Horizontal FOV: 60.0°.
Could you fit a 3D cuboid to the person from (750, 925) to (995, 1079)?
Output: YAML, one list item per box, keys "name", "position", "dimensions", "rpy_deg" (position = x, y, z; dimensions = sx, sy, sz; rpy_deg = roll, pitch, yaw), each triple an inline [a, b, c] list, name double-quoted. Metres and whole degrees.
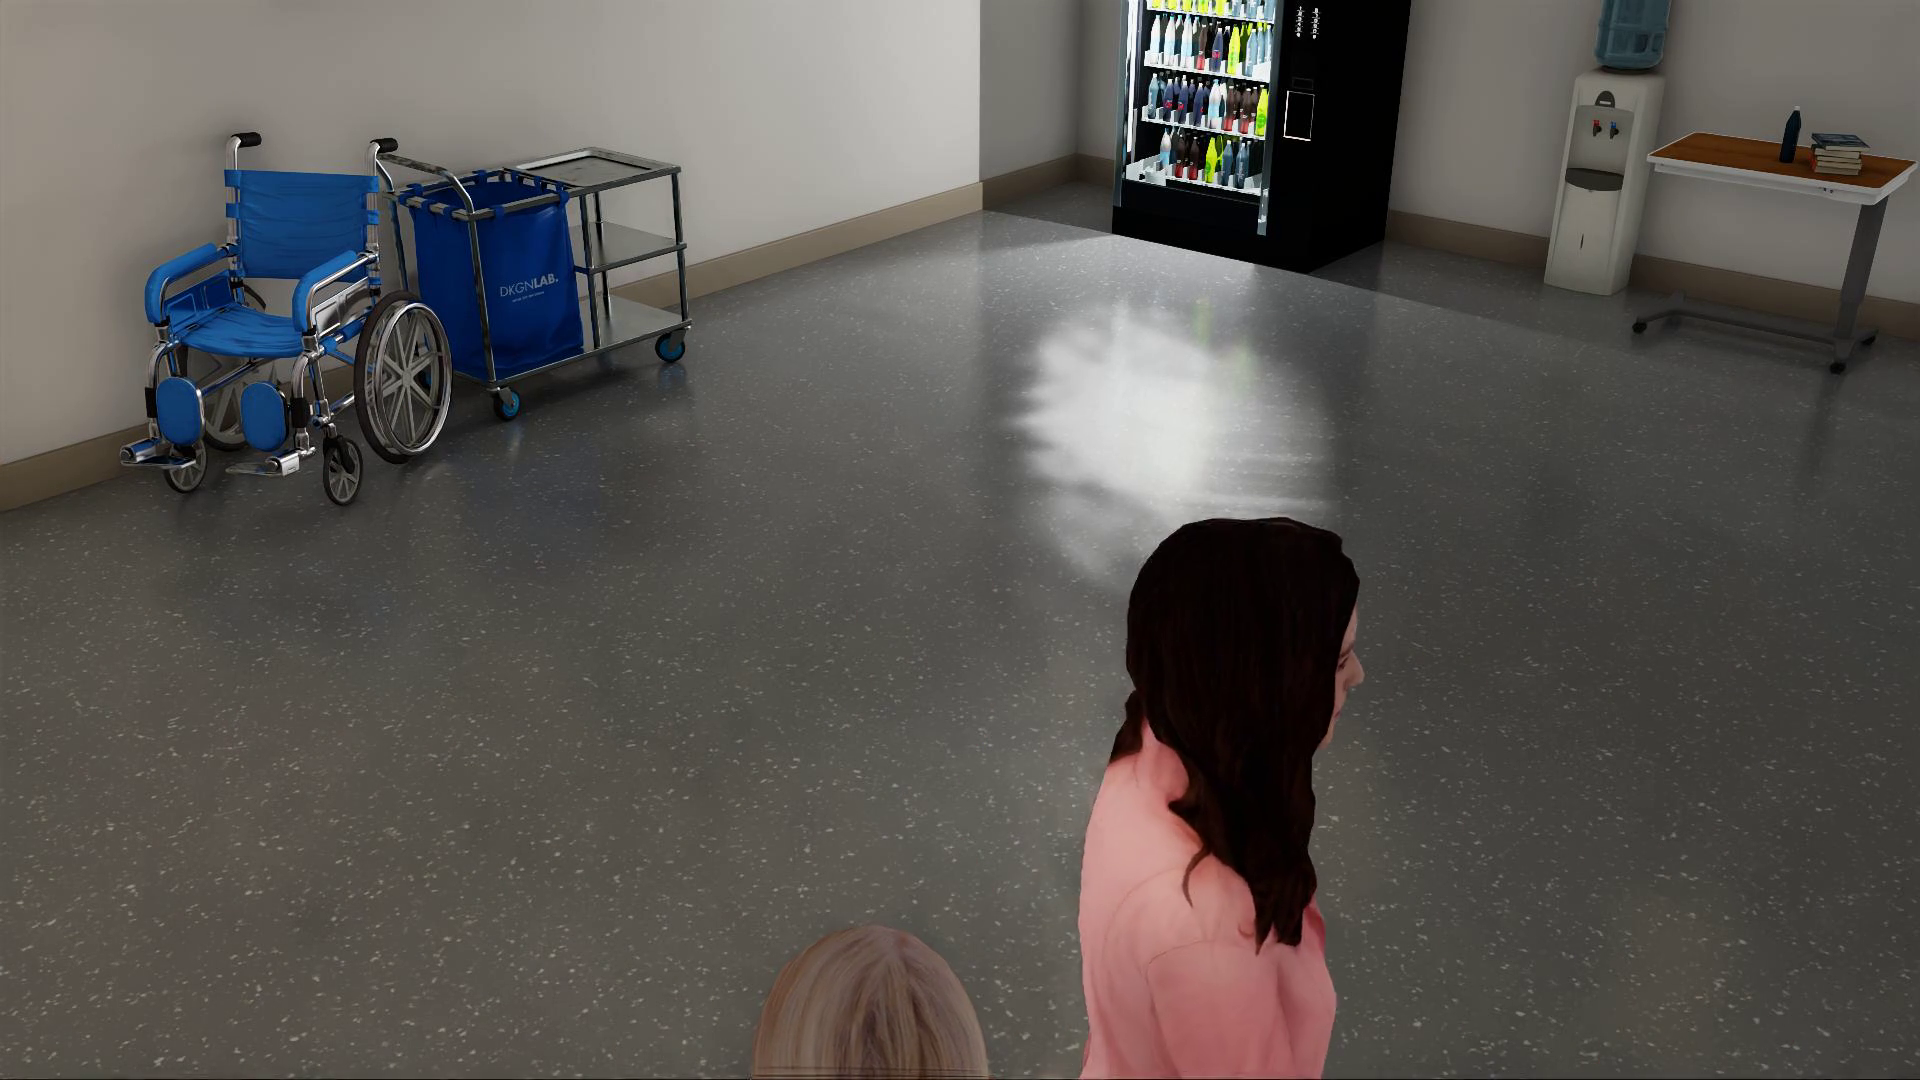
- name: "person"
  position: [-0.062, 1.055, 1.483]
  dimensions: [0.679, 1.727, 0.681]
  rpy_deg: [-9, 27, -18]

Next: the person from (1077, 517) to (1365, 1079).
- name: "person"
  position: [0.149, 0.831, 1.911]
  dimensions: [1.173, 1.758, 1.012]
  rpy_deg: [2, 26, 5]
